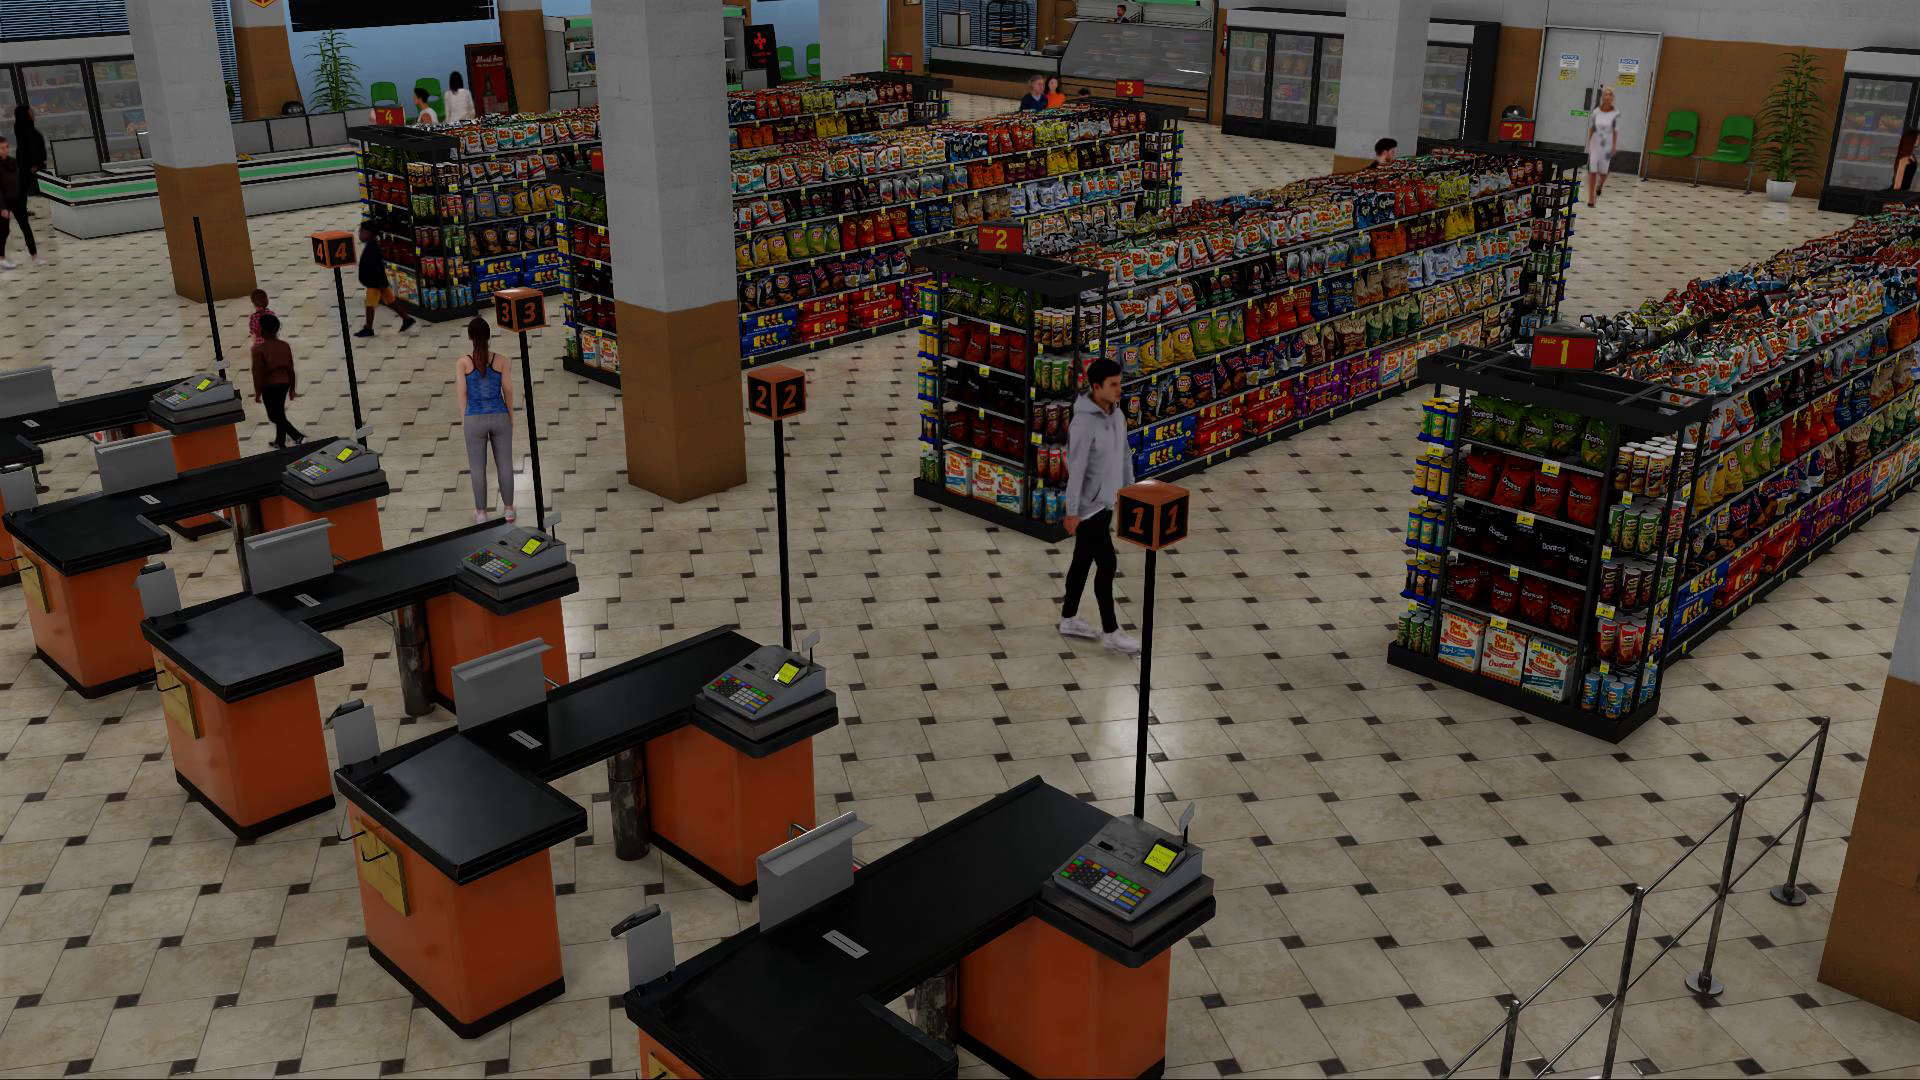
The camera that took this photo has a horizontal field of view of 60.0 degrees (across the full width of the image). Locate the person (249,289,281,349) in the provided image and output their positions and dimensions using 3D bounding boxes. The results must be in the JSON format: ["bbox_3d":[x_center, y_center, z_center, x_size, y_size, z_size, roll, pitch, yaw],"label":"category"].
[{"bbox_3d":[-6.639,-1.894,15.932,0.410,1.020,0.507,-16,27,-35],"label":"person"}]

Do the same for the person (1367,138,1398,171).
[{"bbox_3d":[4.679,-3.719,19.386,0.976,1.831,1.154,15,26,32],"label":"person"}]

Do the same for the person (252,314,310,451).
[{"bbox_3d":[-5.791,-1.290,14.137,0.706,1.238,0.836,13,25,29],"label":"person"}]

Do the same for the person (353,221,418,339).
[{"bbox_3d":[-6.193,-2.796,17.868,0.961,1.251,0.776,-6,23,-15],"label":"person"}]

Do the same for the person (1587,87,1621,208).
[{"bbox_3d":[9.603,-5.894,24.926,0.768,1.737,0.940,8,23,20],"label":"person"}]

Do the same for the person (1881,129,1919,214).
[{"bbox_3d":[11.803,-4.342,21.125,0.894,1.692,1.137,11,24,25],"label":"person"}]

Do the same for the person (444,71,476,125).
[{"bbox_3d":[-8.315,-6.944,27.721,1.045,1.601,1.028,-4,22,-9],"label":"person"}]

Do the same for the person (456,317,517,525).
[{"bbox_3d":[-3.607,-0.903,12.676,0.592,1.609,0.693,-9,23,-20],"label":"person"}]

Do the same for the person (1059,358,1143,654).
[{"bbox_3d":[0.768,-0.246,10.640,0.892,1.907,0.920,13,25,30],"label":"person"}]

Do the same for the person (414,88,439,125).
[{"bbox_3d":[-7.764,-5.716,24.416,0.764,1.786,0.728,-2,22,-5],"label":"person"}]

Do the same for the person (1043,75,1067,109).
[{"bbox_3d":[1.433,-6.521,26.491,0.767,1.734,0.820,-8,23,-19],"label":"person"}]

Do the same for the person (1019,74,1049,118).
[{"bbox_3d":[1.056,-6.168,25.454,0.627,1.851,0.775,-13,25,-30],"label":"person"}]

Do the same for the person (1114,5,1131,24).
[{"bbox_3d":[3.726,-11.419,38.502,0.578,1.867,0.622,-20,29,-40],"label":"person"}]

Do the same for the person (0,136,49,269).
[{"bbox_3d":[-11.990,-4.210,20.845,0.945,1.656,1.003,5,22,12],"label":"person"}]

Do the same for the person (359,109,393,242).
[{"bbox_3d":[-7.608,-4.711,21.926,1.253,1.778,1.238,-2,22,-6],"label":"person"}]
